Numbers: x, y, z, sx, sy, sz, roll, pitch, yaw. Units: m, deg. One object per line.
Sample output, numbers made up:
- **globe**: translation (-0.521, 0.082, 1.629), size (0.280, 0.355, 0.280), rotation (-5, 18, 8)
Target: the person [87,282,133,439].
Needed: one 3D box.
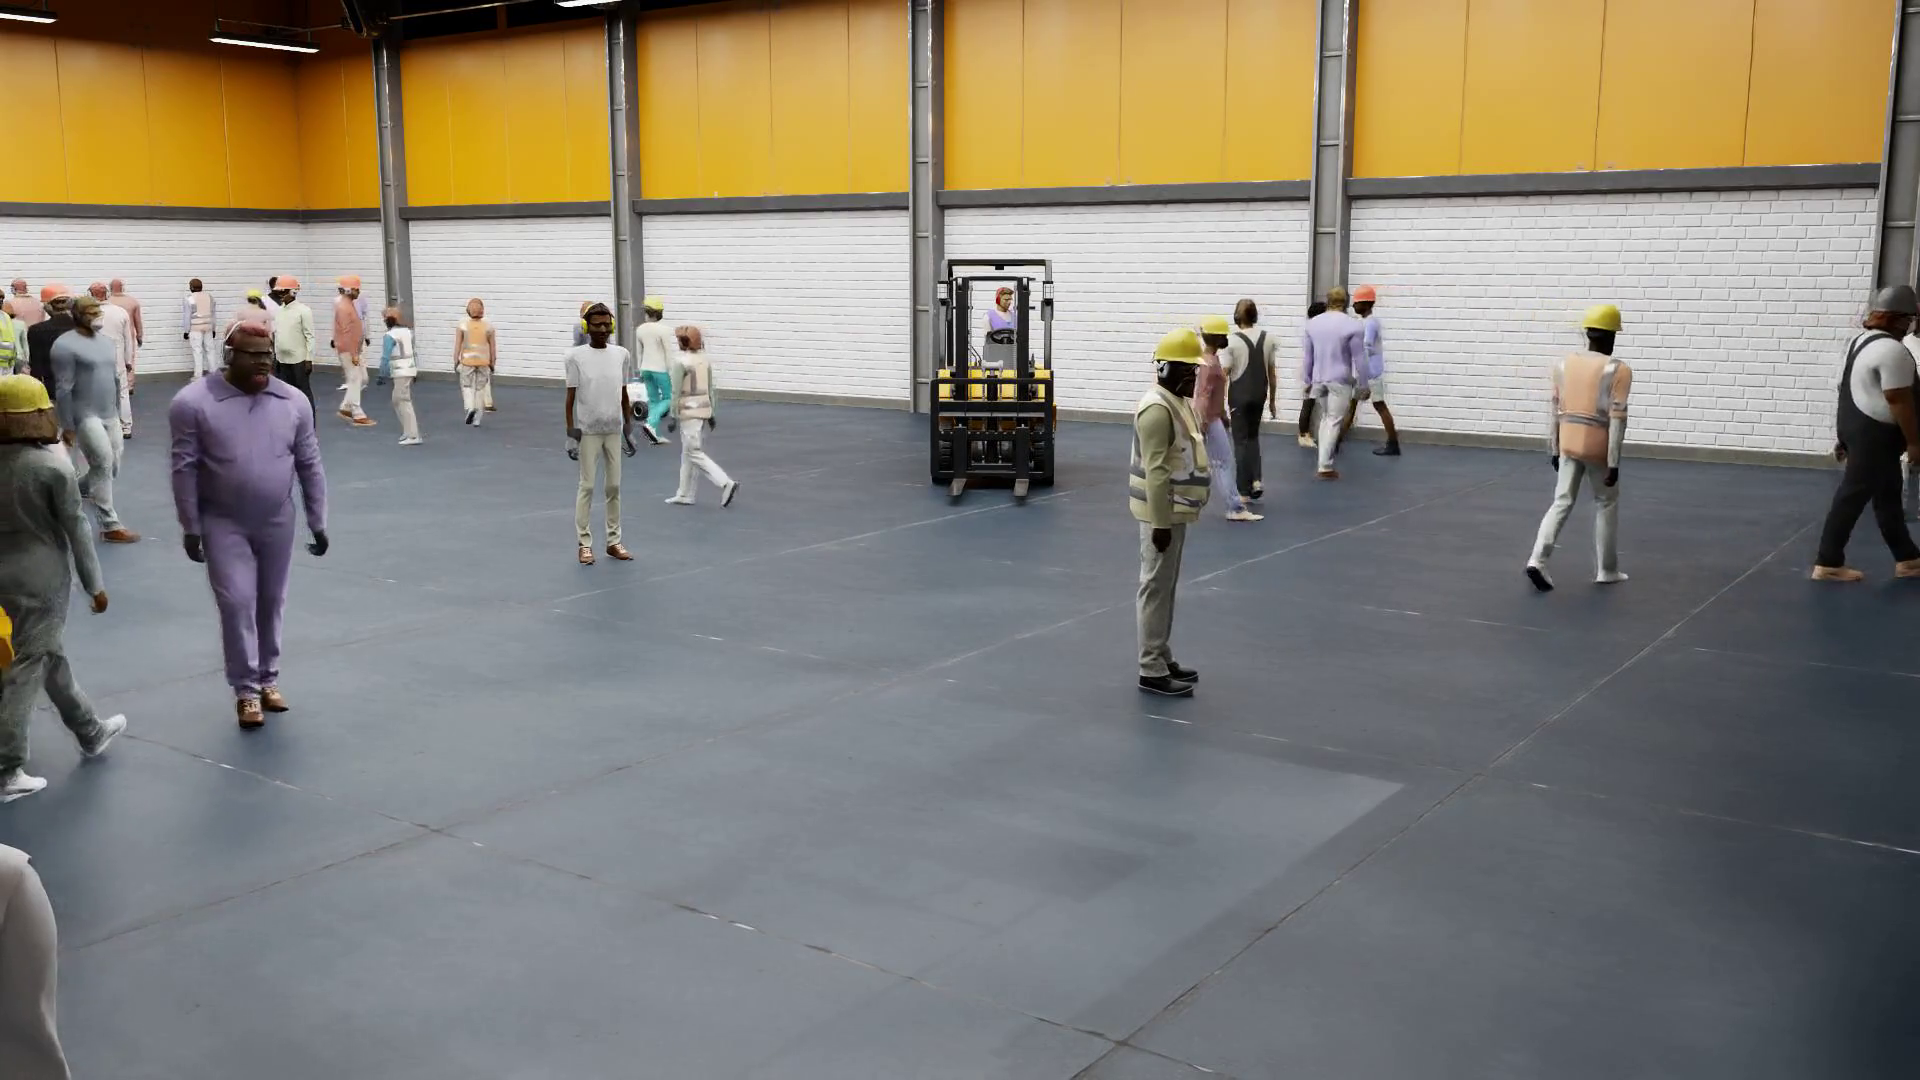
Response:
- **person**: translation (-10.337, -2.154, 20.086), size (0.639, 1.911, 0.406), rotation (-9, 13, -44)

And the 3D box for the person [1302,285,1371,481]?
- **person**: translation (3.733, -1.543, 16.400), size (0.661, 1.915, 0.645), rotation (-9, 13, -42)

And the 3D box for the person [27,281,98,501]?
- **person**: translation (-7.979, -1.315, 14.891), size (0.632, 1.980, 0.456), rotation (-9, 13, -43)

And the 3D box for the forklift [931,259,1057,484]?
- **forklift**: translation (0.370, -1.738, 16.759), size (1.214, 2.155, 2.313), rotation (1, 10, 3)

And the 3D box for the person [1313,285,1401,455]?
- **person**: translation (4.472, -1.871, 18.474), size (0.975, 1.890, 0.553), rotation (1, 10, 7)

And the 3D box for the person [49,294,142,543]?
- **person**: translation (-6.719, -0.928, 12.773), size (0.779, 1.918, 0.633), rotation (2, 10, 12)

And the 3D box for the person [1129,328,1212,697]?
- **person**: translation (1.058, -0.145, 8.361), size (0.404, 1.828, 0.592), rotation (3, 10, 16)

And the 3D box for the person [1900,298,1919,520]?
- **person**: translation (7.985, -1.058, 13.734), size (0.748, 1.860, 0.375), rotation (1, 10, 4)

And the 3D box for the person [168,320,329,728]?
- **person**: translation (-3.270, -0.075, 7.768), size (0.670, 1.880, 0.727), rotation (-8, 12, -40)

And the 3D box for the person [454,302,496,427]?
- **person**: translation (-6.309, -2.281, 21.668), size (0.549, 1.618, 0.436), rotation (-4, 10, -22)

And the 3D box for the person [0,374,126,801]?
- **person**: translation (-3.796, 0.164, 6.894), size (0.503, 1.689, 0.883), rotation (2, 10, 12)

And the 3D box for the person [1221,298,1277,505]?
- **person**: translation (2.533, -1.222, 14.755), size (0.548, 1.832, 0.405), rotation (-3, 10, -18)

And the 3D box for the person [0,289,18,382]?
- **person**: translation (-11.714, -2.149, 20.268), size (0.430, 1.840, 0.623), rotation (0, 10, 1)

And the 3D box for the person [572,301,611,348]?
- **person**: translation (-4.969, -2.409, 22.420), size (0.512, 1.617, 0.472), rotation (-5, 11, -29)

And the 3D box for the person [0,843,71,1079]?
- **person**: translation (-1.219, 0.939, 1.728), size (0.574, 1.887, 0.355), rotation (-4, 10, -21)

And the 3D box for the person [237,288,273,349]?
- **person**: translation (-11.090, -3.081, 26.156), size (0.524, 1.740, 0.830), rotation (-3, 10, -16)

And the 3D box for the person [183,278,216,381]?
- **person**: translation (-13.692, -3.775, 29.937), size (0.429, 1.845, 0.621), rotation (6, 11, 34)

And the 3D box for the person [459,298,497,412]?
- **person**: translation (-6.906, -2.647, 23.837), size (0.499, 1.633, 0.279), rotation (1, 10, 4)

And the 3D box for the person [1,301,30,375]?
- **person**: translation (-13.144, -2.478, 22.906), size (0.801, 1.592, 0.523), rotation (6, 11, 33)

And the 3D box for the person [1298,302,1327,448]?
- **person**: translation (4.104, -1.918, 19.349), size (0.320, 1.690, 0.535), rotation (1, 10, 8)

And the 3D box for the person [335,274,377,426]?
- **person**: translation (-7.940, -2.479, 21.794), size (0.467, 1.988, 0.625), rotation (-1, 10, -8)

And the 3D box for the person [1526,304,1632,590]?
- **person**: translation (4.099, -0.609, 10.957), size (0.928, 1.893, 0.600), rotation (-7, 12, -36)

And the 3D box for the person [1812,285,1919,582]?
- **person**: translation (6.248, -0.714, 11.117), size (0.973, 2.000, 0.689), rotation (2, 10, 14)

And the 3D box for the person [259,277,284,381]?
- **person**: translation (-11.315, -3.431, 27.729), size (0.669, 1.891, 0.613), rotation (8, 12, 38)

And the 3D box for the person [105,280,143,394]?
- **person**: translation (-13.692, -3.308, 27.131), size (0.669, 1.851, 1.013), rotation (-6, 11, -32)

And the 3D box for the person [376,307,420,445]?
- **person**: translation (-6.577, -1.915, 19.511), size (0.482, 1.618, 0.523), rotation (1, 10, 7)

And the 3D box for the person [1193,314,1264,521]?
- **person**: translation (2.056, -1.014, 13.840), size (0.898, 1.726, 0.523), rotation (1, 10, 3)

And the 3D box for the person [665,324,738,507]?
- **person**: translation (-2.284, -1.082, 14.571), size (0.730, 1.615, 0.520), rotation (4, 10, 21)

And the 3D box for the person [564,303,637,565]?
- **person**: translation (-2.572, -0.762, 11.924), size (0.532, 1.865, 0.311), rotation (-7, 12, -35)

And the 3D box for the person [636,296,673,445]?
- **person**: translation (-3.581, -1.978, 19.479), size (0.553, 1.751, 0.427), rotation (6, 11, 33)

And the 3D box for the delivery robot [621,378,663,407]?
- **delivery robot**: translation (-4.420, -1.974, 22.756), size (0.707, 0.478, 0.477), rotation (6, 11, 31)

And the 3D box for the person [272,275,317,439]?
- **person**: translation (-7.987, -2.168, 19.912), size (0.625, 1.992, 0.386), rotation (5, 11, 28)

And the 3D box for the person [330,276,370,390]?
- **person**: translation (-10.240, -3.472, 27.950), size (0.730, 1.908, 0.484), rotation (-9, 13, -41)

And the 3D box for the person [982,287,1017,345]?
- **person**: translation (0.502, -2.207, 20.600), size (0.390, 1.841, 0.566), rotation (9, 13, 42)

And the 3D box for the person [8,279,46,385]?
- **person**: translation (-13.564, -2.830, 24.123), size (0.400, 1.905, 0.644), rotation (3, 10, 19)

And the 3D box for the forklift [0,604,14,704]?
- **forklift**: translation (-5.296, -0.090, 6.943), size (1.214, 2.155, 2.313), rotation (7, 12, 35)
